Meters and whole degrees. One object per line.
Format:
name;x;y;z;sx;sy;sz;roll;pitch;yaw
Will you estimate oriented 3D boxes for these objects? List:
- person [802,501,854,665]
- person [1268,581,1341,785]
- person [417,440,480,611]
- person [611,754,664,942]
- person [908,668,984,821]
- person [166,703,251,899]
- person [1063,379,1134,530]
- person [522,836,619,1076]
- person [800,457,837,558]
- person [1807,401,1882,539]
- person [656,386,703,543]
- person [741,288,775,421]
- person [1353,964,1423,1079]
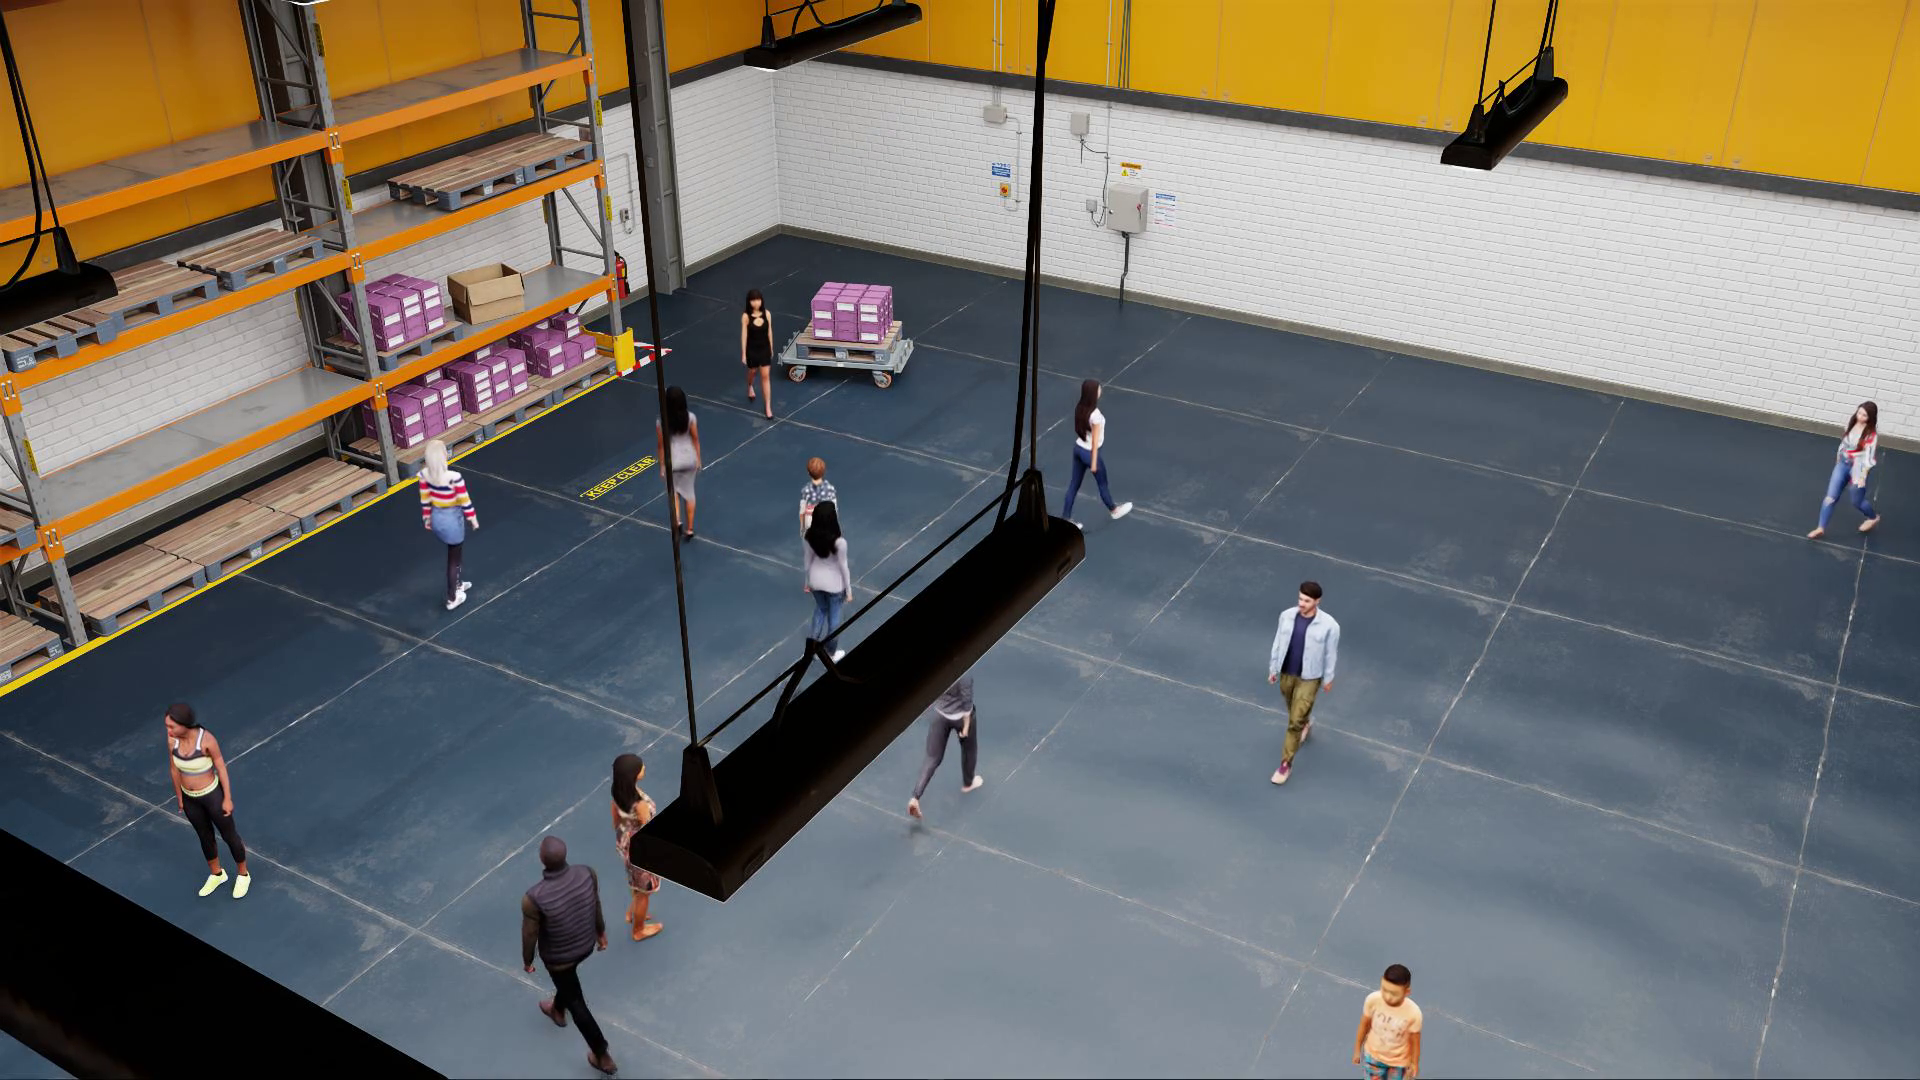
person;-1.273;0.459;15.310;0.627;1.724;0.691;14;31;23
person;2.912;1.114;14.058;0.759;1.774;1.190;19;34;31
person;-5.070;-0.123;16.306;0.703;1.793;0.719;11;30;19
person;-2.410;2.272;12.081;0.773;1.634;0.758;-18;33;-29
person;-0.126;1.481;13.439;0.610;1.722;1.116;18;33;29
person;-5.688;1.941;12.563;0.637;1.754;0.634;3;29;5
person;1.280;-0.861;17.716;1.169;1.738;0.990;-14;32;-24
person;-2.561;2.770;11.003;0.940;1.792;1.163;24;37;37
person;-1.417;-0.139;16.731;0.909;1.414;0.975;-7;29;-13
person;9.550;-0.732;17.645;1.126;1.580;1.029;-8;30;-15
person;-2.920;-0.750;17.475;0.758;1.774;0.818;-6;29;-10
person;-2.530;-2.343;20.560;1.051;1.615;1.044;-11;30;-19
person;2.726;3.225;10.518;0.549;1.457;0.539;16;32;27
